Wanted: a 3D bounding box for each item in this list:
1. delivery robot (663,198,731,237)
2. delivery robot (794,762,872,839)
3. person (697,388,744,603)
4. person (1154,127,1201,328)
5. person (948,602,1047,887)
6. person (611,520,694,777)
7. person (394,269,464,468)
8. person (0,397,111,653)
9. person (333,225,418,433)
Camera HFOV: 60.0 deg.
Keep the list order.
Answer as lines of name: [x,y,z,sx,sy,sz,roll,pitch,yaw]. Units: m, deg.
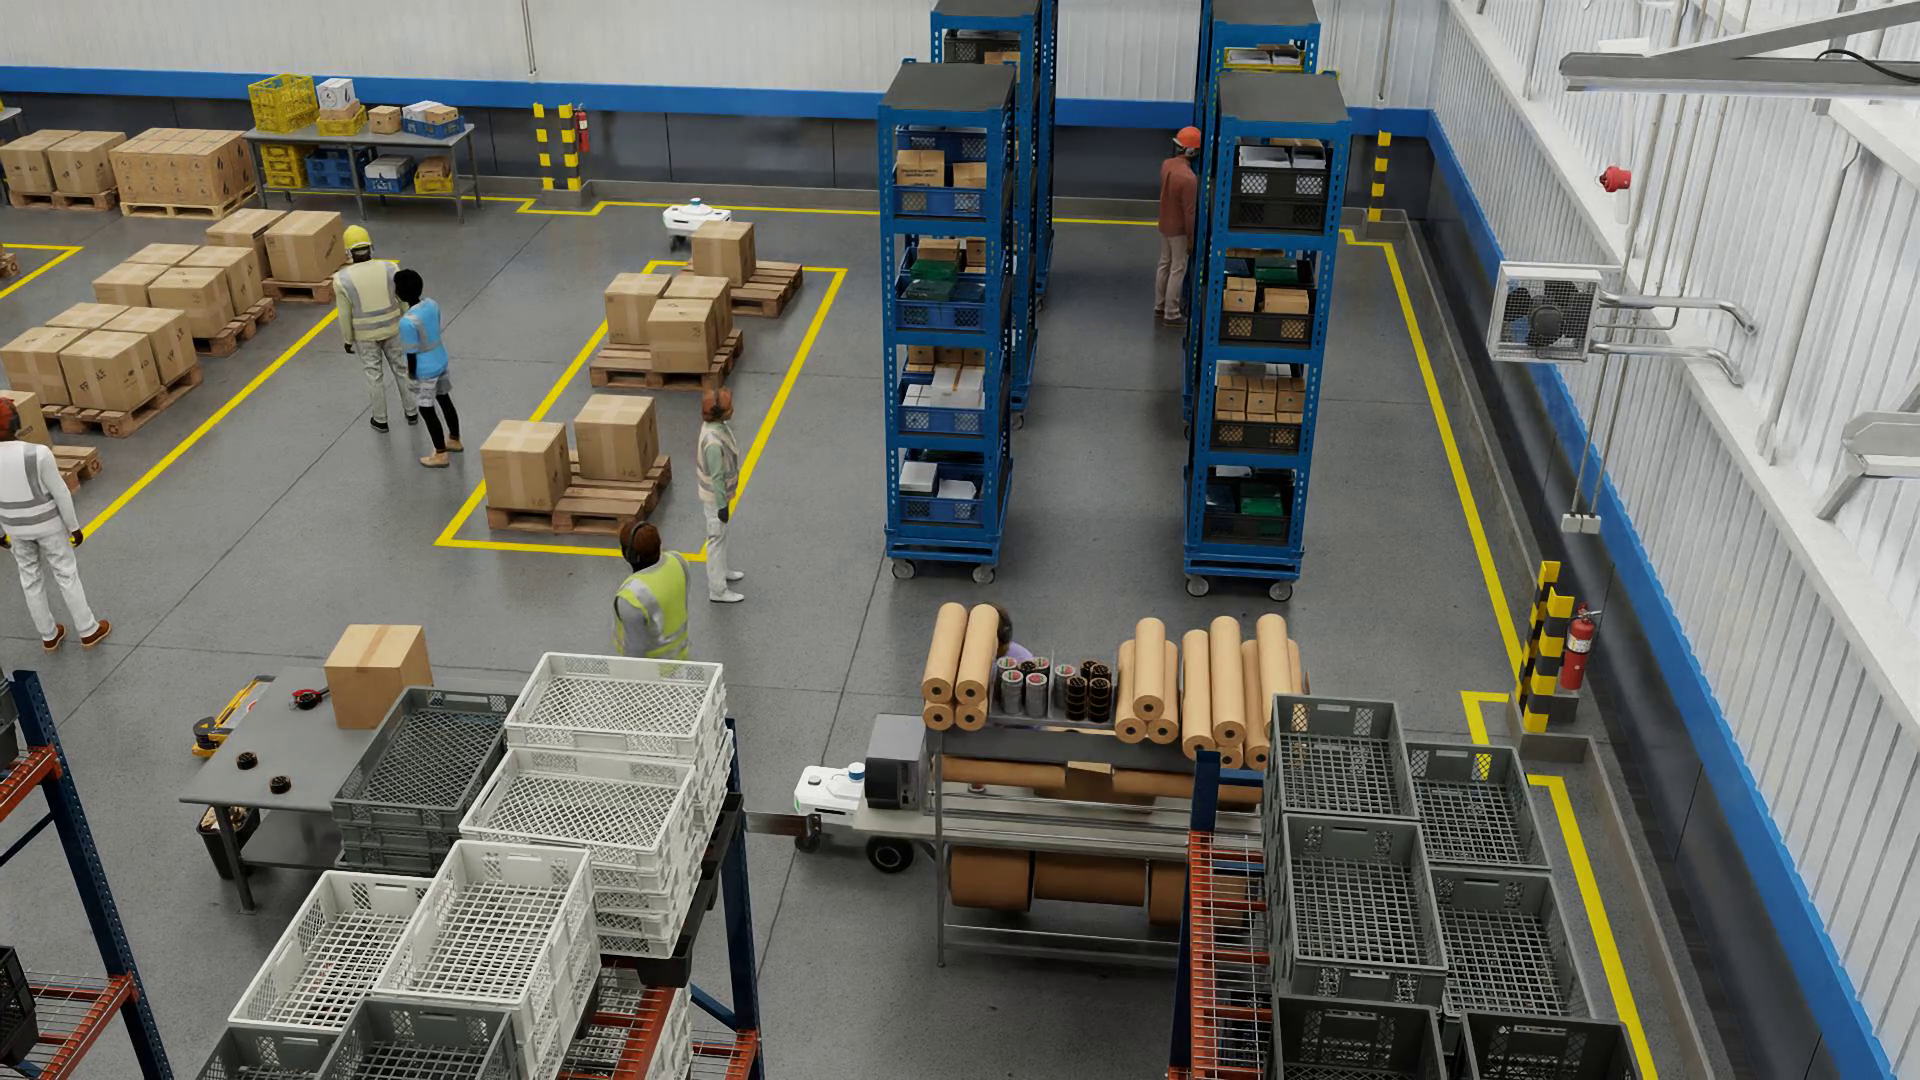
delivery robot: [-2.895,-3.525,18.331,0.707,0.478,0.477,8,31,14]
delivery robot: [-0.595,1.514,9.675,0.707,0.478,0.477,6,31,10]
person: [-1.709,-0.329,11.871,0.318,1.630,0.510,-3,30,-5]
person: [2.138,-3.038,16.182,0.412,1.981,0.625,-10,32,-17]
person: [0.178,1.142,9.053,0.630,1.931,0.368,17,34,26]
person: [-1.825,0.702,9.890,0.429,1.842,0.635,12,32,19]
person: [-4.383,-1.418,13.683,0.320,1.691,0.542,5,31,9]
person: [-6.231,-0.092,11.211,0.573,1.887,0.356,-3,30,-6]
person: [-4.986,-1.800,14.203,0.588,1.827,0.403,-18,35,-28]
